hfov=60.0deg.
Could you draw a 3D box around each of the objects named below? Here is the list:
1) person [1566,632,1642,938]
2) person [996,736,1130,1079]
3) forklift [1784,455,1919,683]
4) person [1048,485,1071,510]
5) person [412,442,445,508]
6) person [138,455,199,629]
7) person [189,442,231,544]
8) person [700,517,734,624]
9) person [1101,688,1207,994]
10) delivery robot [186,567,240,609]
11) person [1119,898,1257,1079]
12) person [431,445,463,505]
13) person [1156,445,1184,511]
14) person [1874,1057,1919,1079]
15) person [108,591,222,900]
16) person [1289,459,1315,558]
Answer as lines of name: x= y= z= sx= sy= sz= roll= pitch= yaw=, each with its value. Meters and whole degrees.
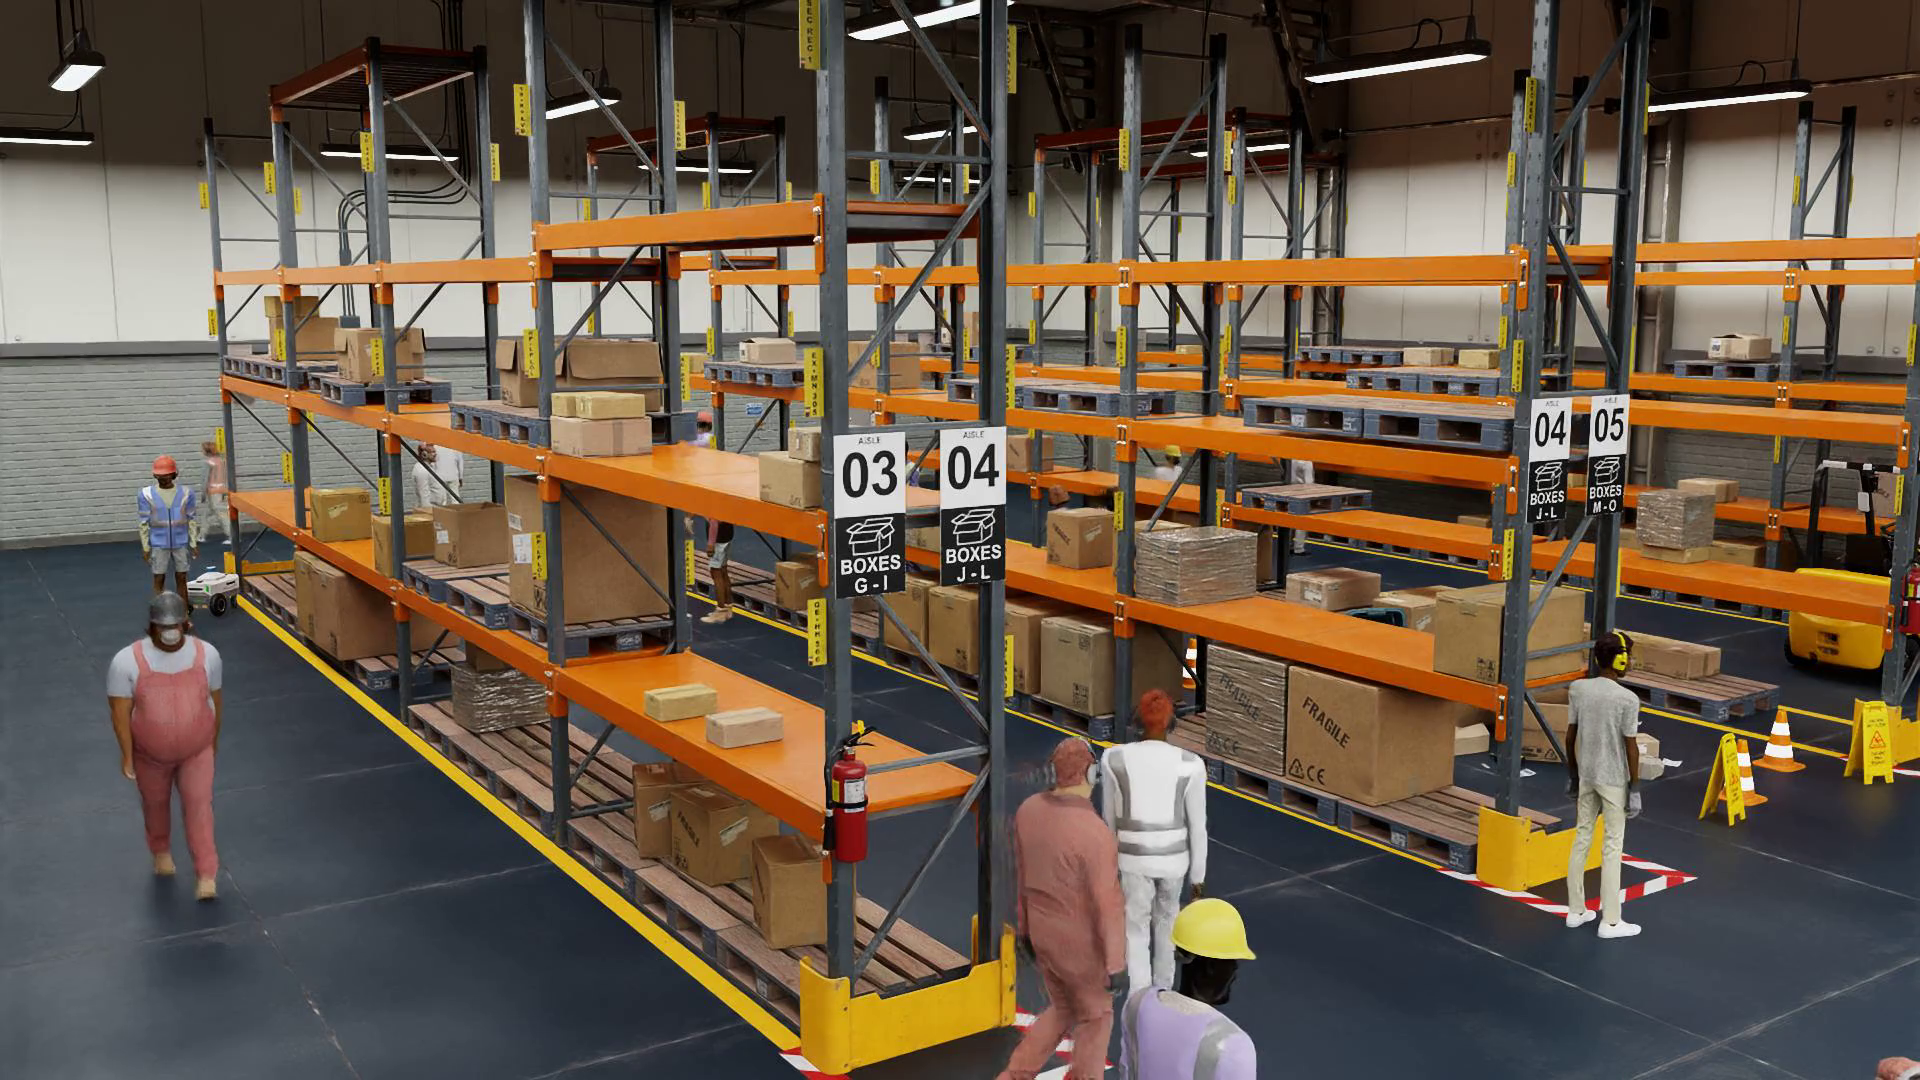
person: x=3.920 y=1.477 z=10.115 sx=0.326 sy=1.865 sz=0.519 roll=-5 pitch=10 yaw=-32
person: x=0.474 y=1.840 z=7.625 sx=0.587 sy=1.882 sz=0.664 roll=-5 pitch=10 yaw=-31
forklift: x=9.643 y=0.253 z=17.172 sx=2.313 sy=2.155 sz=1.214 roll=-6 pitch=10 yaw=-33
person: x=1.175 y=0.157 z=19.668 sx=0.279 sy=1.631 sz=0.504 roll=1 pitch=9 yaw=9
person: x=-7.105 y=-0.373 z=22.299 sx=0.404 sy=1.905 sz=0.659 roll=-3 pitch=9 yaw=-16
person: x=-9.065 y=0.041 z=19.091 sx=0.609 sy=2.040 sz=0.395 roll=-6 pitch=10 yaw=-33
person: x=-11.534 y=-0.719 z=25.631 sx=0.794 sy=1.597 sz=0.543 roll=-1 pitch=9 yaw=-5
person: x=-2.875 y=-0.025 z=19.593 sx=0.409 sy=2.028 sz=0.612 roll=1 pitch=9 yaw=4
person: x=1.013 y=1.707 z=8.698 sx=0.559 sy=1.833 sz=0.947 roll=0 pitch=9 yaw=3
delivery robot: x=-9.081 y=0.567 z=20.201 sx=0.477 sy=0.478 sz=0.707 roll=1 pitch=9 yaw=8
person: x=0.788 y=2.134 z=5.556 sx=0.382 sy=1.919 sz=0.584 roll=-7 pitch=11 yaw=-37
person: x=-8.394 y=-1.027 z=27.147 sx=0.564 sy=1.752 sz=0.339 roll=-5 pitch=10 yaw=-30
person: x=2.952 y=-0.520 z=23.829 sx=0.527 sy=1.747 sz=0.689 roll=-7 pitch=11 yaw=-38
person: x=2.474 y=2.307 z=4.446 sx=0.652 sy=1.906 sz=0.405 roll=-5 pitch=10 yaw=-28
person: x=-5.165 y=1.274 z=10.878 sx=0.684 sy=2.000 sz=1.036 roll=-5 pitch=10 yaw=-30
person: x=4.998 y=-0.645 z=24.399 sx=0.406 sy=1.823 sz=0.588 roll=-4 pitch=9 yaw=-22
